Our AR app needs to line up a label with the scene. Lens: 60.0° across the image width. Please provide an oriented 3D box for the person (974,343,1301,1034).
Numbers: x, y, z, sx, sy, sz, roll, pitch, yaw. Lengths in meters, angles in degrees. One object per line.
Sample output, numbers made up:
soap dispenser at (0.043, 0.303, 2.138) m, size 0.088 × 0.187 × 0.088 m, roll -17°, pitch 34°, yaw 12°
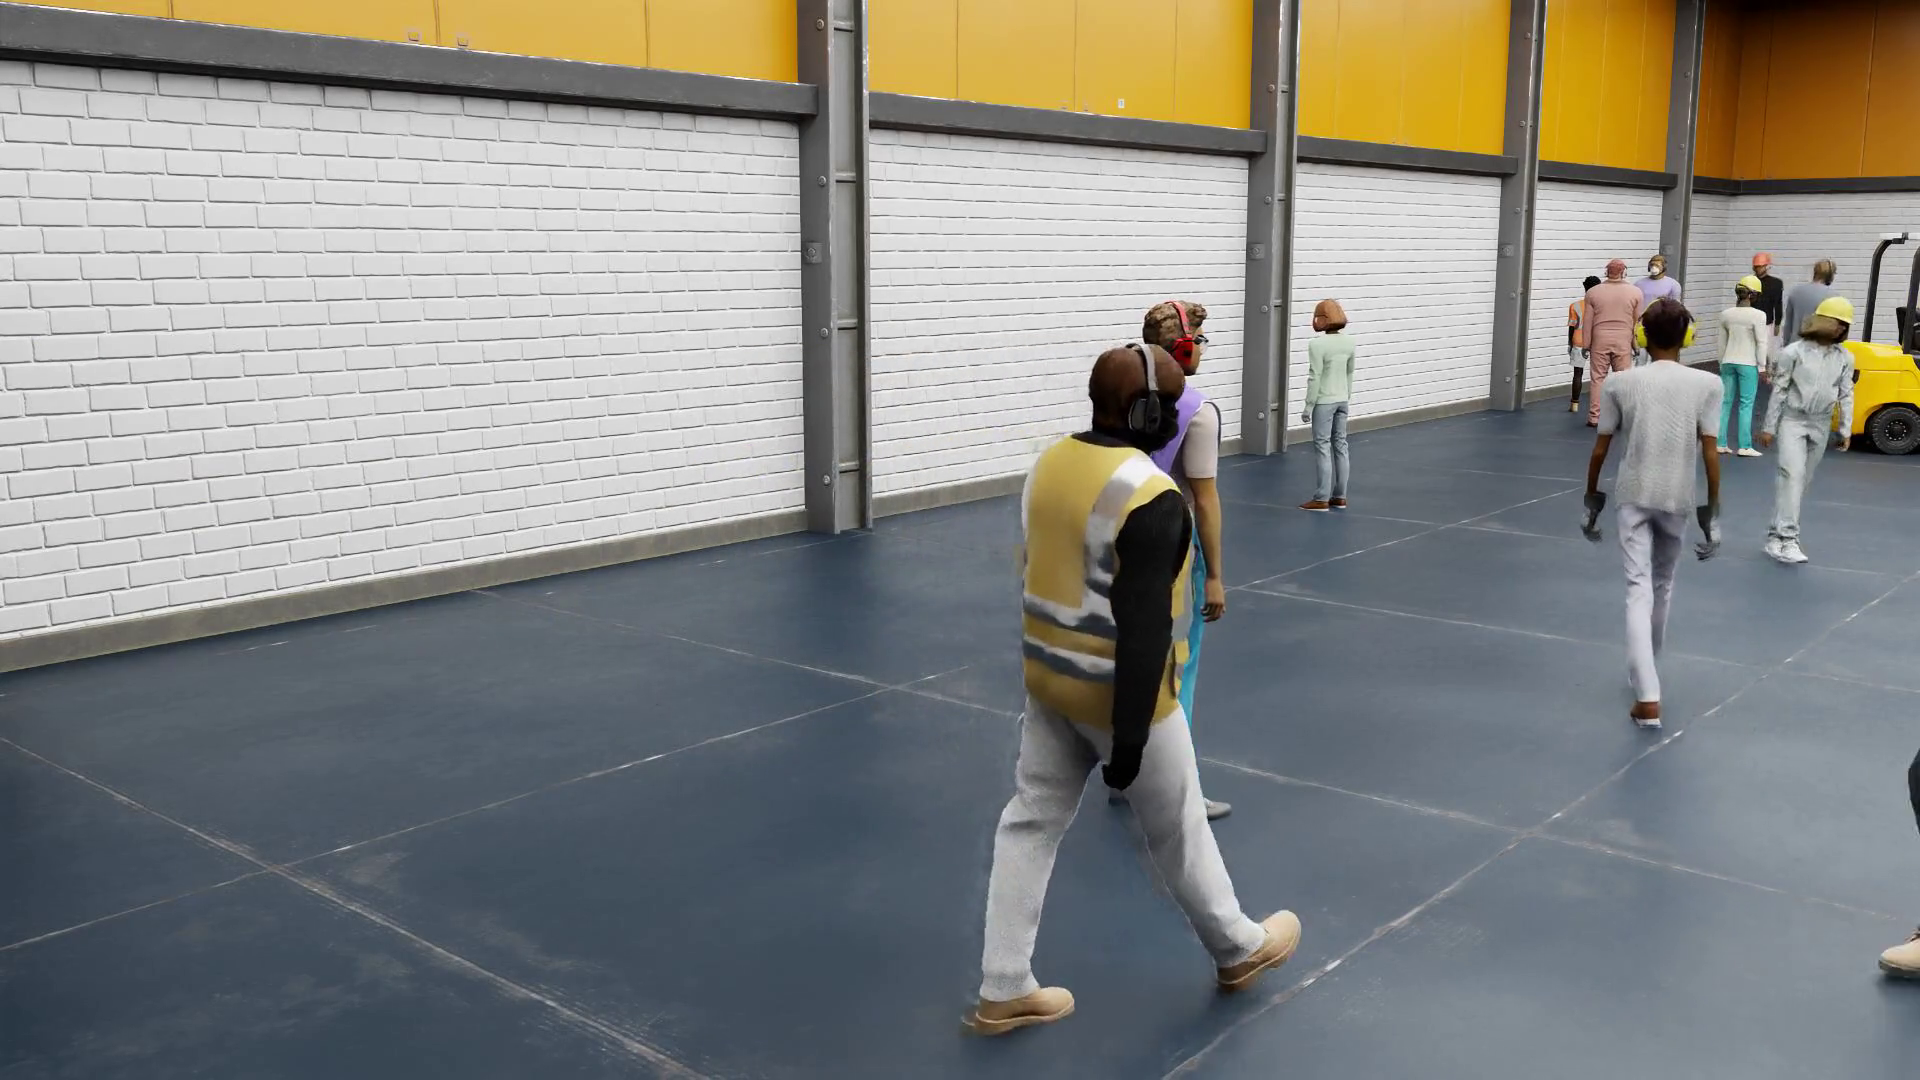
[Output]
person at (0.458, 0.383, 4.356) m, size 0.987 × 1.781 × 0.623 m, roll -6°, pitch 12°, yaw -31°

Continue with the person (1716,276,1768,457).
person at (7.643, -1.693, 16.248) m, size 0.321 × 1.761 × 0.522 m, roll -5°, pitch 11°, yaw -28°

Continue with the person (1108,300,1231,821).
person at (0.710, 0.082, 5.890) m, size 0.380 × 1.845 × 0.570 m, roll -7°, pitch 12°, yaw -33°

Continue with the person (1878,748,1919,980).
person at (2.751, 0.352, 4.379) m, size 0.533 × 1.833 × 0.552 m, roll -2°, pitch 10°, yaw -11°

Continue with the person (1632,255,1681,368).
person at (9.046, -2.746, 21.731) m, size 0.631 × 1.940 × 0.372 m, roll 8°, pitch 13°, yaw 40°

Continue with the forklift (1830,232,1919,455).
forklift at (9.955, -1.972, 16.595) m, size 2.313 × 2.155 × 1.214 m, roll 1°, pitch 10°, yaw 8°

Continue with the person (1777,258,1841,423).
person at (9.013, -2.015, 17.627) m, size 0.426 × 1.916 × 0.632 m, roll -2°, pitch 10°, yaw -12°

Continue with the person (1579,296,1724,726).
person at (3.023, -0.151, 7.308) m, size 0.539 × 1.812 × 0.991 m, roll 3°, pitch 10°, yaw 15°

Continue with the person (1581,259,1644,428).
person at (7.361, -2.215, 18.798) m, size 0.644 × 1.907 × 0.399 m, roll 4°, pitch 11°, yaw 20°

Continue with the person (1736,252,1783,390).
person at (11.414, -3.119, 23.759) m, size 0.625 × 1.978 × 0.662 m, roll 9°, pitch 13°, yaw 41°

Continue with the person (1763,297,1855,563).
person at (5.492, -0.694, 10.679) m, size 0.506 × 1.701 × 0.768 m, roll -1°, pitch 10°, yaw -4°

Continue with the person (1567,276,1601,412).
person at (7.759, -2.408, 20.523) m, size 0.529 × 1.689 × 0.321 m, roll 3°, pitch 10°, yaw 16°

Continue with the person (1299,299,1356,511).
person at (2.848, -1.039, 12.877) m, size 0.497 × 1.633 × 0.287 m, roll -8°, pitch 13°, yaw -37°
